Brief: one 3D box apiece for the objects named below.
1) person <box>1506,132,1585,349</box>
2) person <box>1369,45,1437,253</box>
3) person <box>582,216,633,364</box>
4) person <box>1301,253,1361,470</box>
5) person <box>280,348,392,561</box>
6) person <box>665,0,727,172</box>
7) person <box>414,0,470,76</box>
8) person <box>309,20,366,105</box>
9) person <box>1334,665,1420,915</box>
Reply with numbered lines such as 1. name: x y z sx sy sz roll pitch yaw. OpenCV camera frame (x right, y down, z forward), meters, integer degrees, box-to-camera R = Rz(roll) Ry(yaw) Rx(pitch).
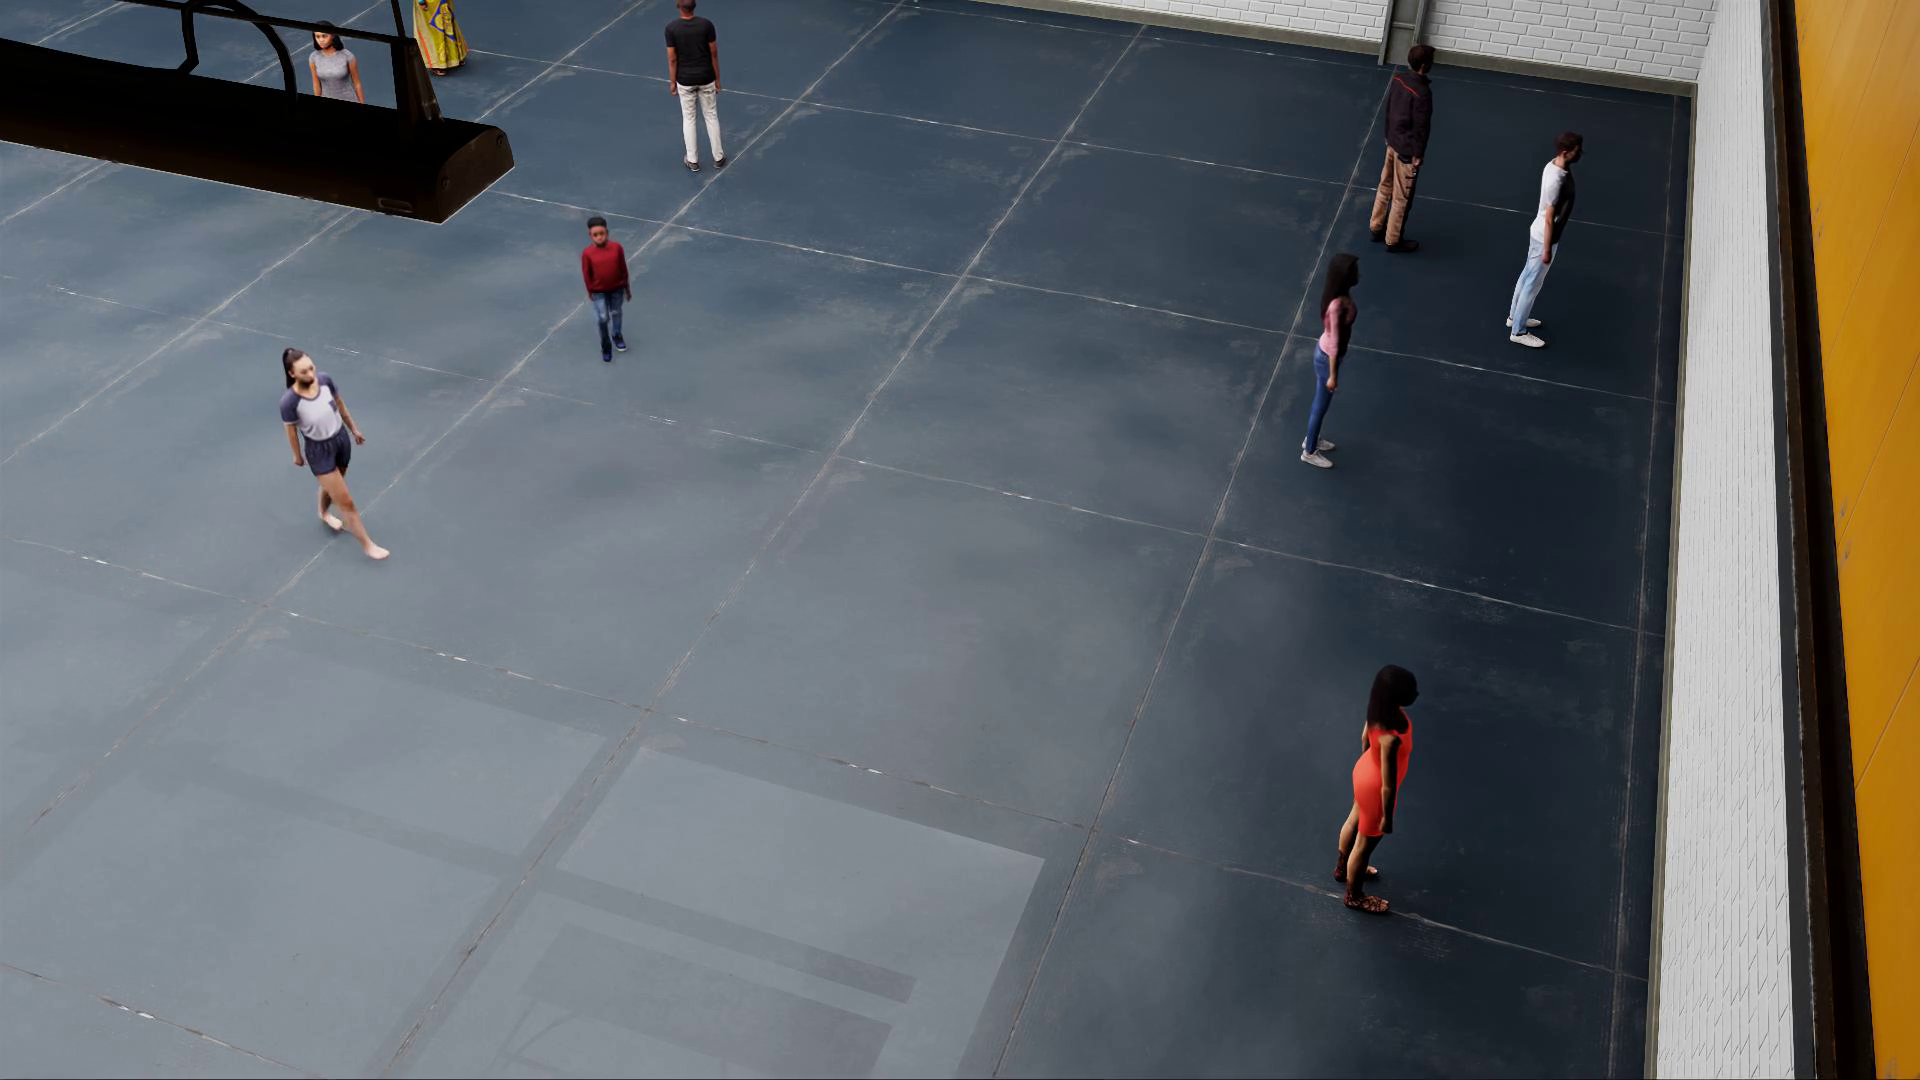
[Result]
1. person: 4.847 -2.516 13.801 0.565 1.851 0.664 9 39 11
2. person: 4.019 -3.549 15.036 0.832 1.925 0.792 -13 41 -16
3. person: -2.942 -2.139 13.815 0.632 1.245 0.692 -17 42 -20
4. person: 2.776 -1.361 12.443 0.508 1.742 0.577 11 40 14
5. person: -4.489 -0.639 11.649 1.063 1.605 0.676 18 42 21
6. person: -2.597 -4.508 16.333 0.730 1.805 0.823 -9 40 -11
7. person: -5.796 -5.995 18.311 0.801 1.659 0.879 18 42 21
8. person: -5.847 -4.053 15.782 0.623 1.781 0.734 -6 39 -8
9. person: 2.266 1.345 9.072 0.640 1.719 0.653 0 39 0
